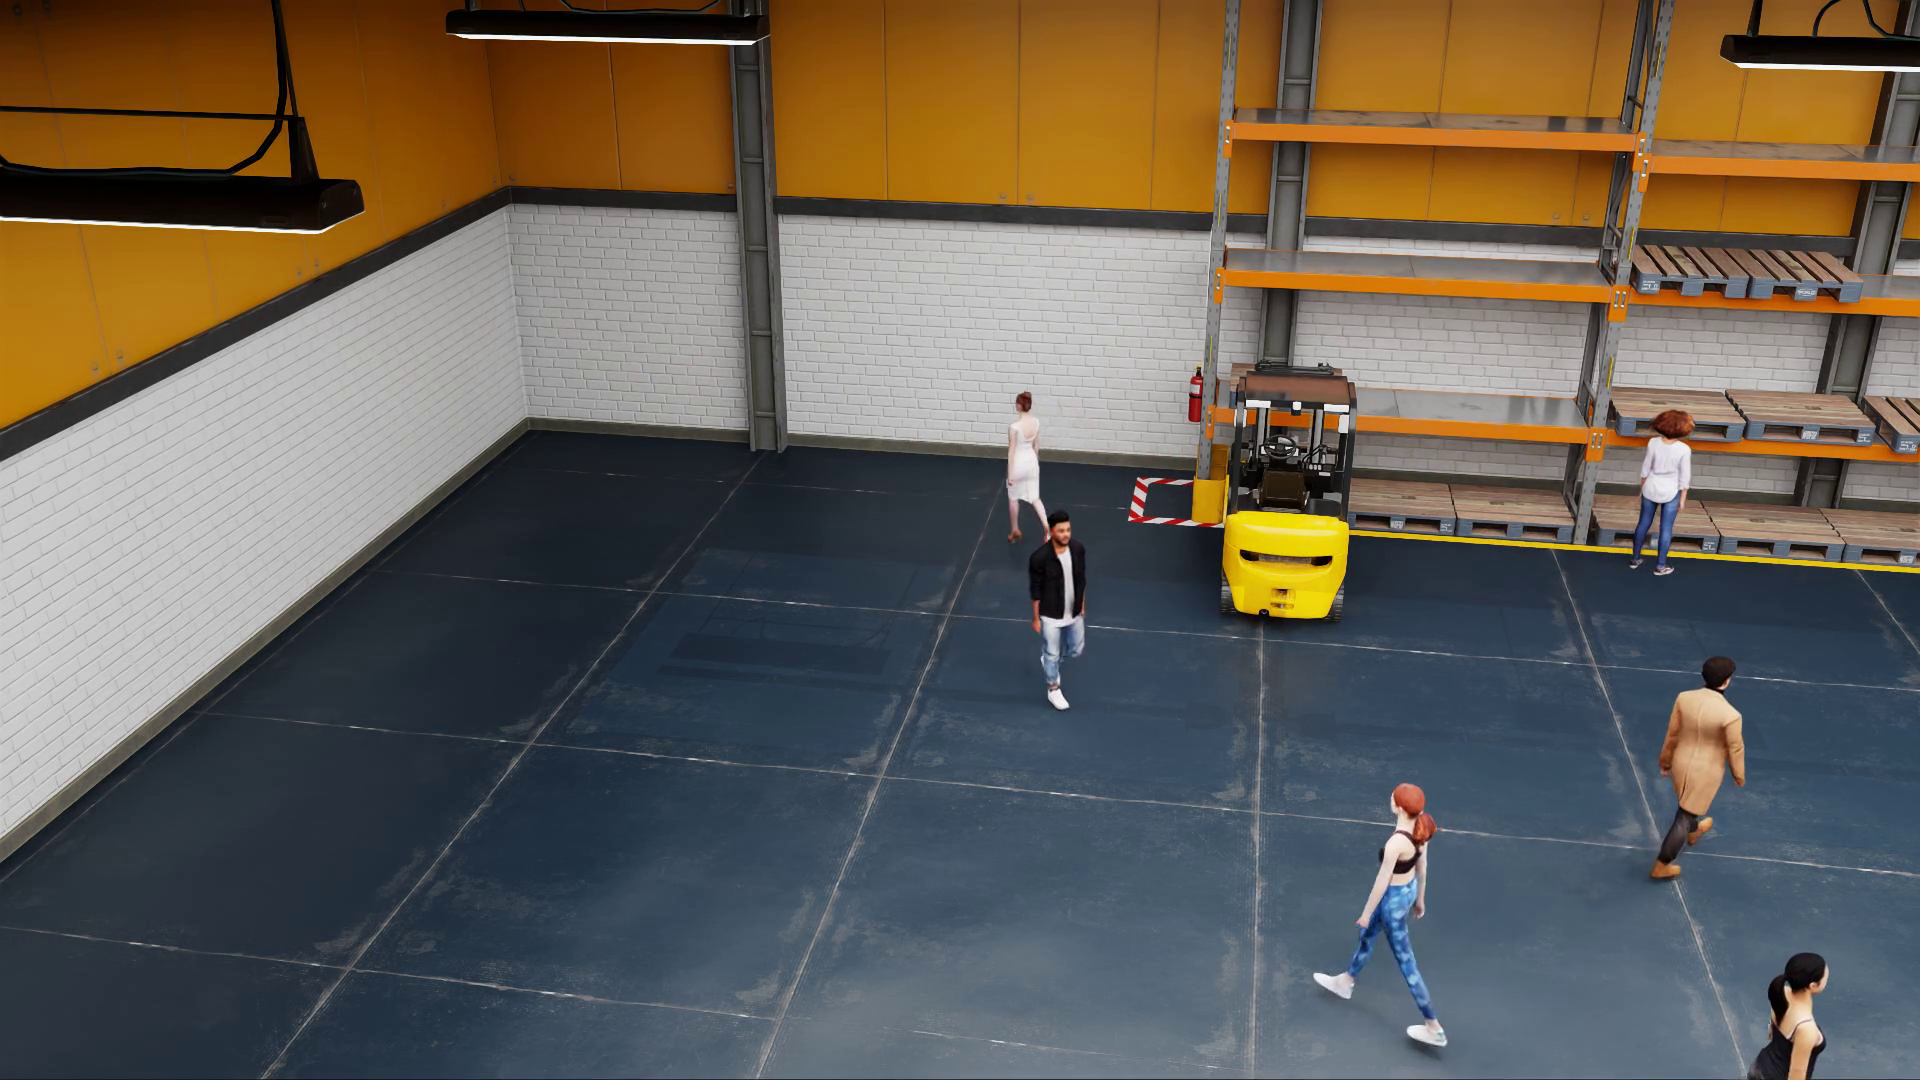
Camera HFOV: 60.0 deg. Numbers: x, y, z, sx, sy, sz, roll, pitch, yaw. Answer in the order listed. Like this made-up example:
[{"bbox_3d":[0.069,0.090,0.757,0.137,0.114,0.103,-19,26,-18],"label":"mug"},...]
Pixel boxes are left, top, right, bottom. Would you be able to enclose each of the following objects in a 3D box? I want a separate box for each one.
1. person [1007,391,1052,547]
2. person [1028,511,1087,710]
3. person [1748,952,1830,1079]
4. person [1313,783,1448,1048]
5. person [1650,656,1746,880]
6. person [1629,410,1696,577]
[{"bbox_3d":[0.713,-0.666,17.097,1.021,1.769,1.054,-15,28,-30],"label":"person"},{"bbox_3d":[0.809,0.546,14.285,0.921,1.801,0.976,-11,26,-23],"label":"person"},{"bbox_3d":[4.308,2.944,8.911,0.931,1.711,0.690,0,24,-1],"label":"person"},{"bbox_3d":[2.759,2.340,10.261,1.245,1.737,1.032,22,32,40],"label":"person"},{"bbox_3d":[5.209,1.662,11.868,1.172,1.692,1.093,-14,27,-29],"label":"person"},{"bbox_3d":[7.080,-0.499,16.788,0.719,1.711,0.810,22,32,40],"label":"person"}]
